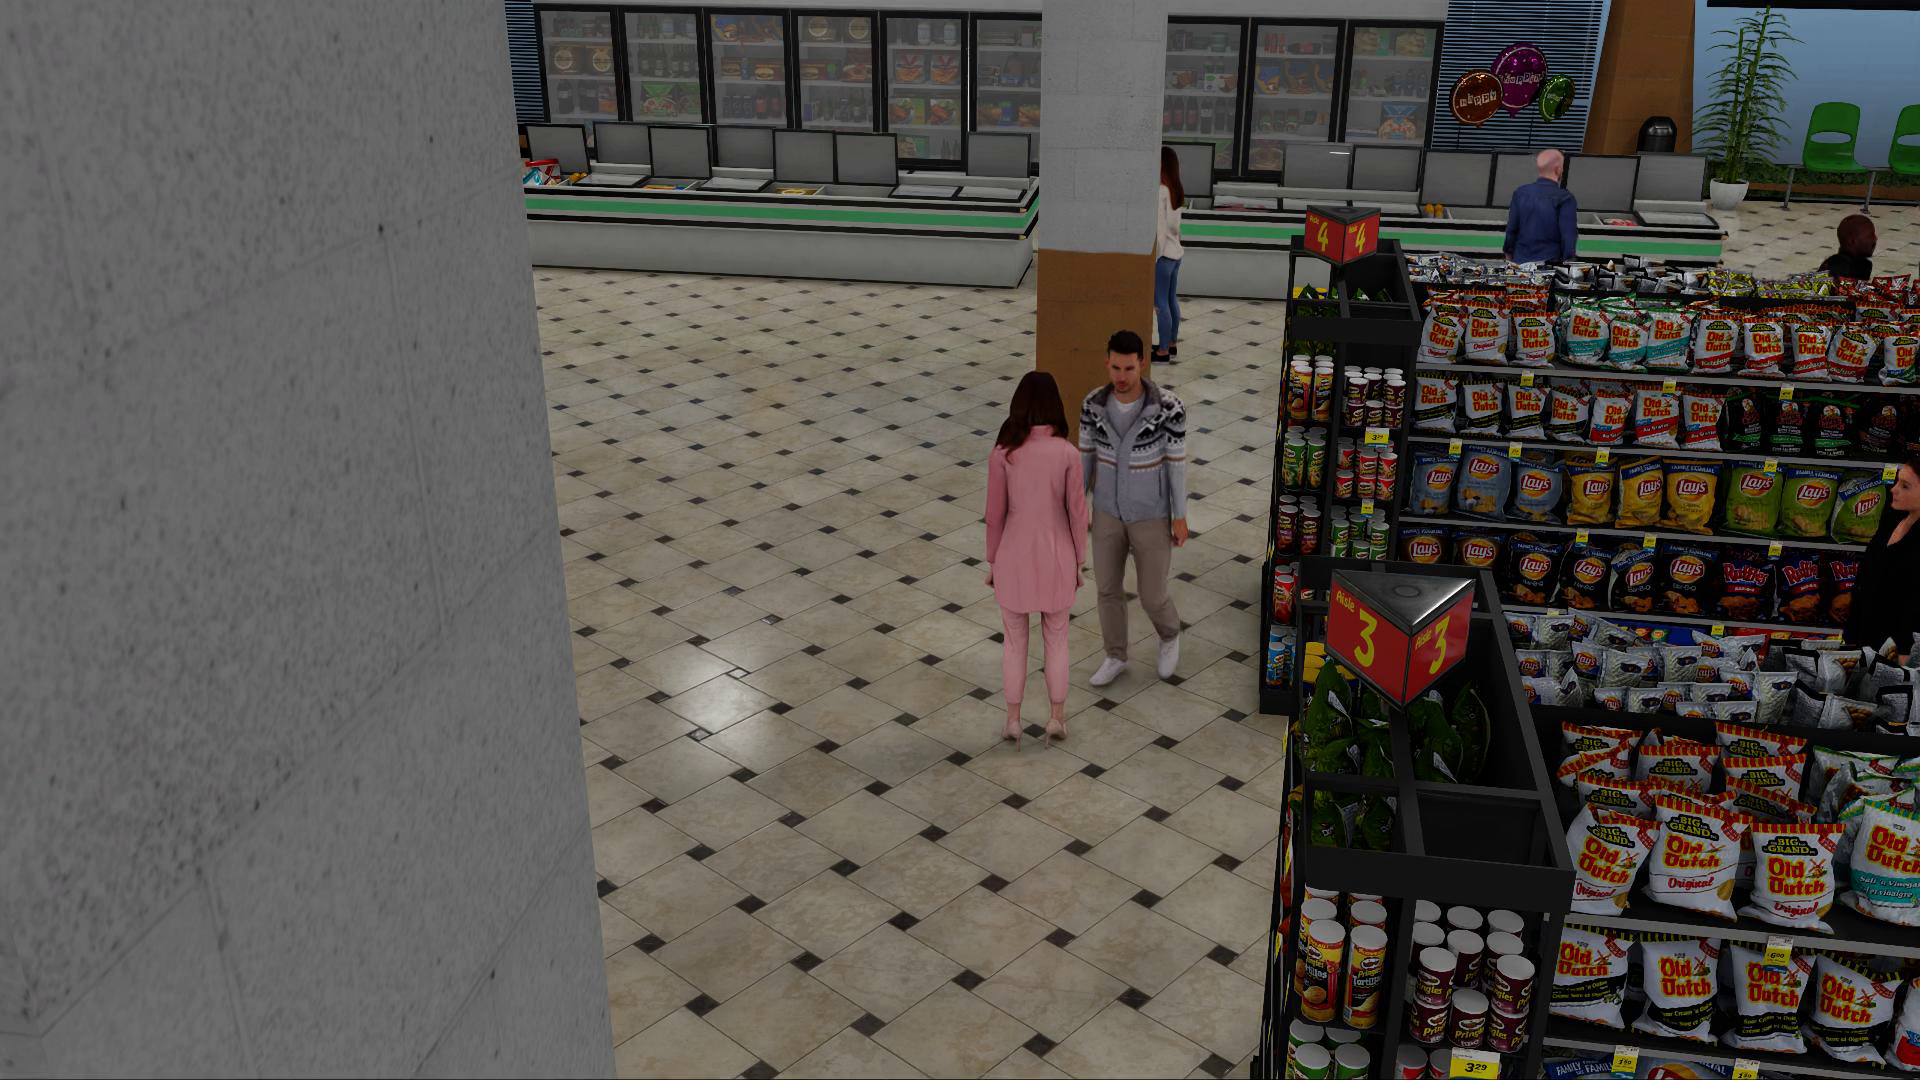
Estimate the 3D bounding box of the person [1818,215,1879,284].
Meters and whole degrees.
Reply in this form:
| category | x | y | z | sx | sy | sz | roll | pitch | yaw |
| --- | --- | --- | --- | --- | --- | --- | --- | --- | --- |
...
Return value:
| category | x | y | z | sx | sy | sz | roll | pitch | yaw |
| --- | --- | --- | --- | --- | --- | --- | --- | --- | --- |
| person | 5.246 | -1.121 | 10.332 | 1.311 | 1.798 | 0.943 | 12 | 26 | 25 |

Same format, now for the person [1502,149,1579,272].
| category | x | y | z | sx | sy | sz | roll | pitch | yaw |
| --- | --- | --- | --- | --- | --- | --- | --- | --- | --- |
| person | 4.171 | -1.903 | 12.112 | 1.183 | 1.804 | 1.120 | -16 | 28 | -33 |

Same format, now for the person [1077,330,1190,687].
| category | x | y | z | sx | sy | sz | roll | pitch | yaw |
| --- | --- | --- | --- | --- | --- | --- | --- | --- | --- |
| person | 0.878 | -0.173 | 8.123 | 0.815 | 1.831 | 0.912 | 13 | 27 | 27 |

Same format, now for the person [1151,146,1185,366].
| category | x | y | z | sx | sy | sz | roll | pitch | yaw |
| --- | --- | --- | --- | --- | --- | --- | --- | --- | --- |
| person | 1.589 | -2.217 | 12.969 | 0.654 | 1.692 | 0.685 | 12 | 26 | 25 |

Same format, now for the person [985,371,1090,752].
| category | x | y | z | sx | sy | sz | roll | pitch | yaw |
| --- | --- | --- | --- | --- | --- | --- | --- | --- | --- |
| person | 0.333 | 0.116 | 7.502 | 0.497 | 1.801 | 0.696 | 1 | 24 | 2 |
